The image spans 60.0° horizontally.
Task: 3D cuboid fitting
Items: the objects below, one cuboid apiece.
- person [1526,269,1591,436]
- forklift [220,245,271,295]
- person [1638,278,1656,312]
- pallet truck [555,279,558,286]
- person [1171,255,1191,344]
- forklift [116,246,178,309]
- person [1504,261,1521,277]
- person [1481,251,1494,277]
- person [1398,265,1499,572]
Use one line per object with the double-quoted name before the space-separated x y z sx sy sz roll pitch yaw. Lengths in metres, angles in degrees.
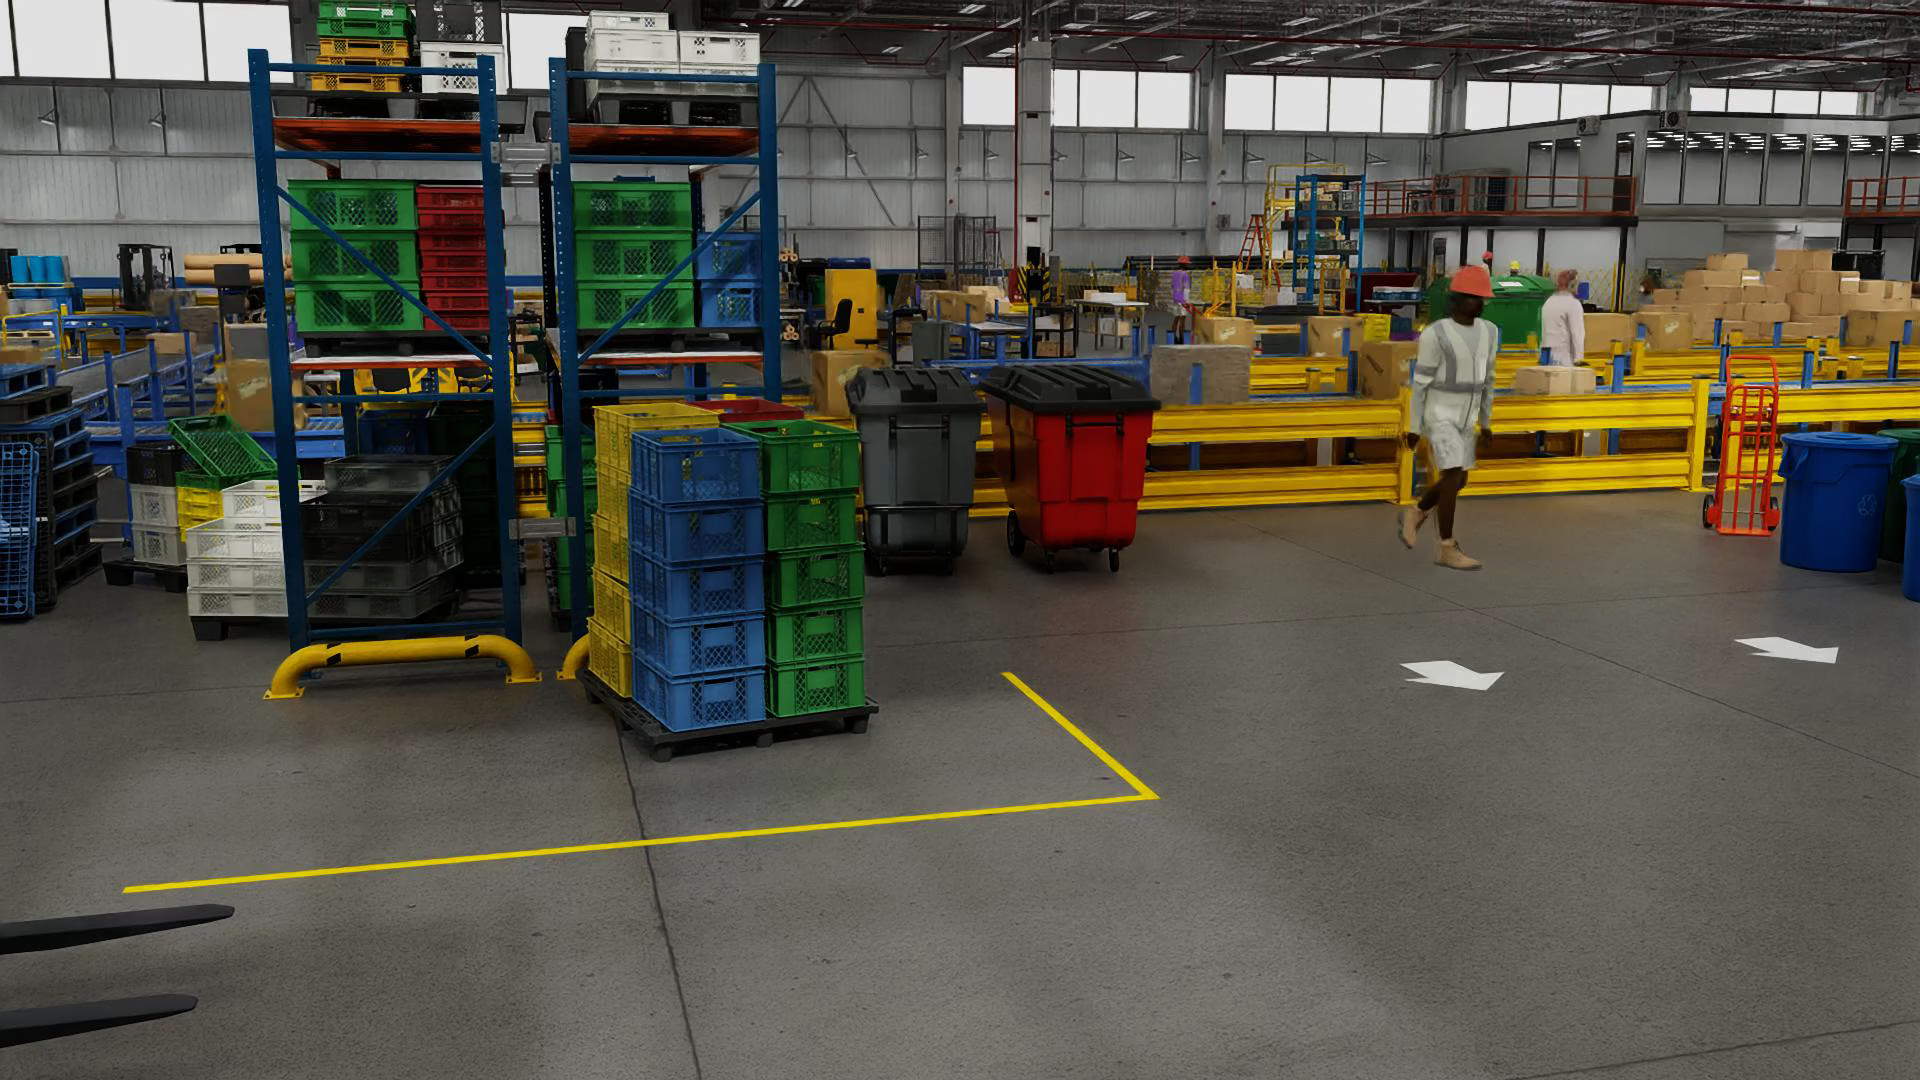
"person" 6.646 -2.057 18.445 0.861 1.882 0.647 -1 10 -6
"forklift" -17.749 -6.334 41.440 1.157 1.987 2.680 -3 10 -17
"person" 11.373 -3.502 27.404 0.646 1.618 0.502 -2 10 -12
"pallet truck" -10.604 -6.375 44.520 0.653 1.274 1.630 -3 10 -15
"person" 4.767 -5.137 35.719 0.374 1.934 0.548 -5 11 -26
"forklift" -19.966 -6.232 40.894 1.157 1.987 2.680 -3 10 -15
"person" 11.728 -5.002 35.284 0.598 1.826 0.403 5 11 26
"person" 13.623 -6.482 43.174 0.402 1.990 0.622 3 10 17
"person" 3.220 -0.830 11.133 0.616 2.013 0.807 -5 11 -28
